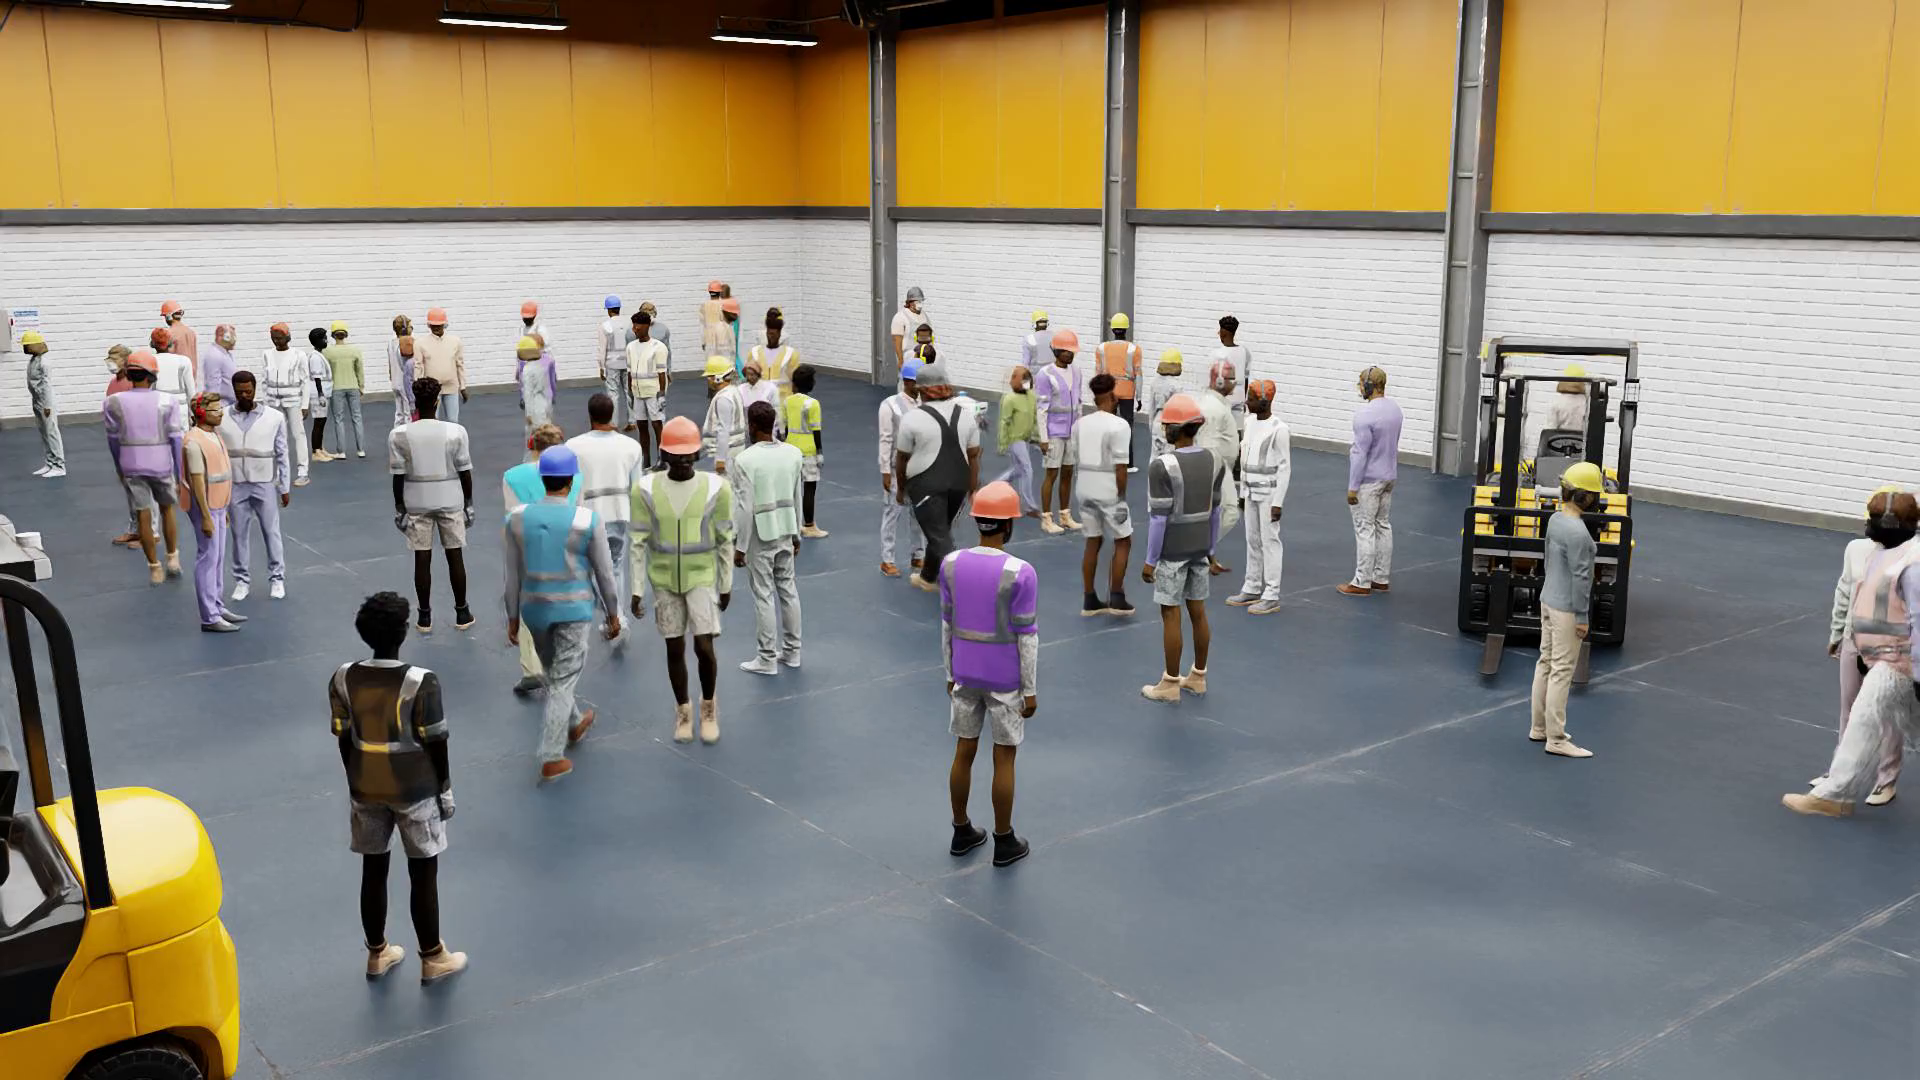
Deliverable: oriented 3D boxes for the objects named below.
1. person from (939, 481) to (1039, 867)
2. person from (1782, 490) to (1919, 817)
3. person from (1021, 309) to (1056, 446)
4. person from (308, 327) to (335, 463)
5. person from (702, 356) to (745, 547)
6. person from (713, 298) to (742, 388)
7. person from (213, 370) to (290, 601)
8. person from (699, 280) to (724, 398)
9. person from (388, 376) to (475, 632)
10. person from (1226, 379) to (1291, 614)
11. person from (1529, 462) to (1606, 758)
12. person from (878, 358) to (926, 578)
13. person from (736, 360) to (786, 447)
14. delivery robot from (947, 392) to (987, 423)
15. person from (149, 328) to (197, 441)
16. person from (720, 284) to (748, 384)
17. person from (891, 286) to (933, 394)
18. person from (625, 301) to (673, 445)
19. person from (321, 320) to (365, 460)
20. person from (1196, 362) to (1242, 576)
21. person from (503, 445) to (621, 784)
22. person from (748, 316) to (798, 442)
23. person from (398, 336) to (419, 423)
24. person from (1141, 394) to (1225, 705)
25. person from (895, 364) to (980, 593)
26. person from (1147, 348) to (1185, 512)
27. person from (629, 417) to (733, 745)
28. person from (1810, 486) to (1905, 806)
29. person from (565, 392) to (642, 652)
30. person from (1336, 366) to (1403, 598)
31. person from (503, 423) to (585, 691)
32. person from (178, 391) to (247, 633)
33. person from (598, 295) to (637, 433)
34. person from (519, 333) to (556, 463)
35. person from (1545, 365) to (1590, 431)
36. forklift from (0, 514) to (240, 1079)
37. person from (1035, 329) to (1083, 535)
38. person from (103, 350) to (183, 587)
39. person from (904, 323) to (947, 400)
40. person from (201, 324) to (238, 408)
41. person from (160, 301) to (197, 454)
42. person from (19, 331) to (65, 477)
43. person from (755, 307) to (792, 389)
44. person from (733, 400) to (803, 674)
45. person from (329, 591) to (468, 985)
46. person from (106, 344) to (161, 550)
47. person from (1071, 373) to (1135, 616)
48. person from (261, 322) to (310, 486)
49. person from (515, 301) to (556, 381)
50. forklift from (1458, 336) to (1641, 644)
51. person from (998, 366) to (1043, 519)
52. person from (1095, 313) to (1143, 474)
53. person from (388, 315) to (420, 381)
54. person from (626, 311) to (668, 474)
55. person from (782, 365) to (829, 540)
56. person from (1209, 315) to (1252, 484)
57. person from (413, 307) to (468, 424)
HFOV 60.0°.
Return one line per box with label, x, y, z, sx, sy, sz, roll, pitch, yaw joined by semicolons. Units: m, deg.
person;0.160;0.665;8.301;0.544;1.930;0.388;7;14;32
person;5.021;0.626;8.852;0.974;1.784;0.652;3;12;14
person;1.078;-2.158;22.187;0.588;1.823;0.403;-4;12;-20
person;-8.027;-1.819;20.880;0.320;1.695;0.534;-3;12;-15
person;-2.247;-0.842;15.850;0.403;1.819;0.603;0;12;-2
person;-3.223;-2.427;23.306;0.747;1.897;0.549;1;12;3
person;-5.854;-0.457;13.770;0.595;1.910;0.387;-3;12;-13
person;-4.016;-3.300;27.418;0.543;1.939;0.360;3;12;13
person;-4.023;-0.270;12.720;0.603;1.967;0.366;-3;12;-13
person;2.412;-0.350;13.311;0.361;1.882;0.575;-5;13;-21
person;3.645;0.408;9.946;0.325;1.762;0.524;0;12;1
person;-0.426;-0.627;14.549;0.622;1.934;0.437;-8;14;-33
person;-2.123;-1.091;17.517;0.530;1.609;0.583;4;12;20
delivery robot;0.031;-1.863;23.612;0.707;0.478;0.477;7;14;31
person;-8.737;-1.400;18.371;0.574;1.887;0.356;-7;14;-30
person;-3.955;-3.486;28.591;0.533;1.826;0.658;-10;15;-39
person;-0.622;-2.605;23.818;0.673;2.000;0.536;-11;16;-43
person;-4.151;-2.224;22.260;0.635;1.929;0.381;-8;14;-33
person;-7.820;-1.902;21.087;0.533;1.767;0.321;-9;15;-38
person;2.273;-0.620;14.603;0.431;1.892;0.646;1;12;4
person;-2.273;0.387;9.693;0.632;1.895;0.984;2;12;11
person;-2.167;-1.606;19.211;0.637;1.944;0.420;1;12;6
person;-6.712;-1.697;20.448;0.289;1.626;0.498;-4;12;-17
person;1.440;0.062;10.935;0.610;2.042;0.381;-9;14;-36
person;-0.195;-0.476;13.532;0.682;2.000;1.057;-8;14;-35
person;2.185;-1.136;17.447;0.324;1.740;0.492;-7;14;-31
person;-1.674;0.263;10.022;0.609;2.023;0.536;0;12;-2
person;5.028;0.572;9.147;0.316;1.766;0.532;-6;13;-28
person;-2.596;-0.134;12.255;0.592;1.889;0.798;-7;14;-31
person;3.433;-0.483;13.856;0.388;1.929;0.632;11;16;43
person;-2.781;0.126;11.198;0.603;1.804;0.454;-8;14;-33
person;-5.765;-0.220;12.765;0.394;1.847;0.563;-2;12;-10
person;-4.799;-2.449;23.321;0.604;1.939;0.414;-10;15;-39
person;-5.257;-1.763;20.753;0.313;1.631;0.524;9;15;38
person;5.798;-0.815;15.941;0.499;1.722;0.384;-2;12;-11
forklift;-3.687;1.115;5.480;2.313;2.155;1.214;-9;15;-36
person;1.011;-1.061;16.394;0.611;2.032;0.411;-11;16;-43
person;-7.002;-0.629;14.351;0.596;2.004;0.776;-5;13;-22
person;-0.404;-1.592;19.371;0.512;1.862;0.322;0;12;1
person;-8.369;-1.503;18.926;0.431;1.885;0.687;-3;12;-14
person;-10.119;-2.105;21.566;0.411;1.979;0.625;2;12;9
person;-10.939;-1.618;19.790;0.484;1.738;0.321;11;16;43
person;-2.486;-2.178;22.209;0.523;1.858;0.337;4;12;18
person;-1.325;-0.016;11.617;0.371;1.915;0.597;10;15;39
person;-2.368;1.052;7.029;0.554;1.694;0.366;3;12;14
person;-7.857;-0.882;15.740;0.636;1.939;0.364;10;15;40
person;1.123;-0.359;13.255;0.502;1.920;0.659;-10;16;-41
person;-7.759;-1.559;19.140;0.574;1.886;0.356;2;12;8
person;-5.927;-2.400;23.253;0.605;1.884;0.615;-10;16;-41
forklift;4.683;-0.471;13.136;1.214;2.155;2.313;4;12;20
person;0.573;-1.030;17.283;0.736;1.600;0.493;7;14;31
person;1.910;-1.753;19.970;0.587;1.930;0.361;4;12;20
person;-7.954;-2.412;23.865;0.281;1.636;0.500;11;16;42
person;-3.768;-1.773;20.012;0.598;1.958;0.370;7;13;29
person;-1.517;-0.856;16.204;0.317;1.695;0.539;-11;16;-43
person;3.066;-1.592;19.106;0.604;1.966;0.367;-8;14;-34
person;-6.295;-1.827;20.188;0.624;1.985;0.394;-7;14;-31
